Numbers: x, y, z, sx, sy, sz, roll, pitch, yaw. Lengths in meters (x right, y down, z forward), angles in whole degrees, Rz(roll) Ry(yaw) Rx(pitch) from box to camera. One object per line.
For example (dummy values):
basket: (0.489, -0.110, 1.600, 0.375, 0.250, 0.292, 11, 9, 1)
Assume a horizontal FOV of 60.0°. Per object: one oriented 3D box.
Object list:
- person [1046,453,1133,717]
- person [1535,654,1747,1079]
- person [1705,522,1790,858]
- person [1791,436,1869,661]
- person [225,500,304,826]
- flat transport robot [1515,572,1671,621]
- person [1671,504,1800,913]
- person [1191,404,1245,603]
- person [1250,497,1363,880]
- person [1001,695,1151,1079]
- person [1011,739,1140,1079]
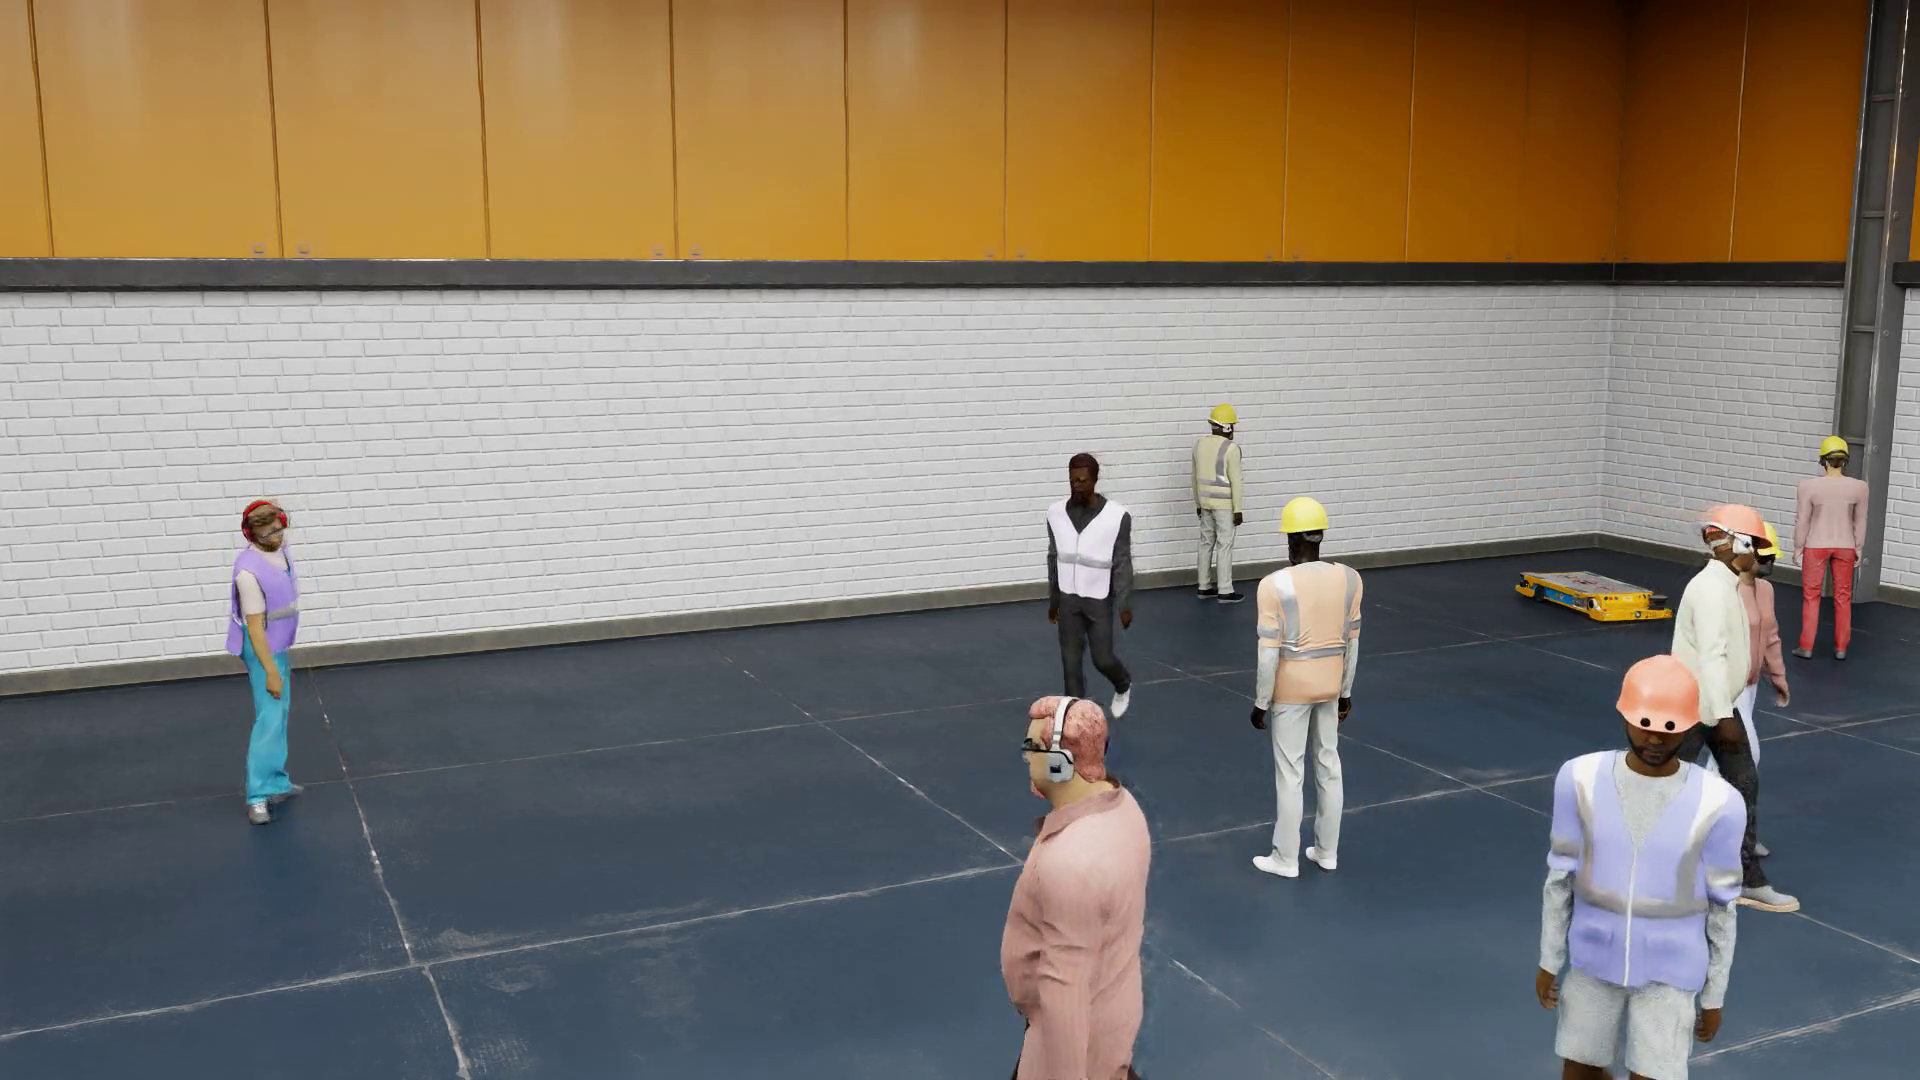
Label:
person: (0.881, 0.356, 10.828, 0.602, 1.898, 0.685, 5, 11, 29)
person: (2.075, 1.265, 5.087, 0.561, 1.920, 0.734, 6, 11, 32)
person: (4.147, 0.772, 8.660, 0.541, 1.747, 0.582, -7, 12, -38)
person: (6.780, 0.069, 12.993, 0.524, 1.768, 0.312, 2, 9, 11)
person: (-3.879, 0.646, 9.315, 0.393, 1.806, 0.695, -1, 9, -7)
flat transport robot: (5.691, 0.489, 15.010, 0.652, 0.197, 1.431, -2, 9, -12)
person: (3.552, 0.782, 8.075, 1.008, 1.930, 0.641, 7, 12, 39)
person: (2.398, -0.339, 15.315, 0.404, 1.830, 0.602, -6, 11, -34)
person: (1.718, 0.741, 8.326, 0.587, 1.926, 0.366, -4, 10, -23)
person: (0.415, 1.360, 4.658, 0.754, 1.880, 0.646, 3, 10, 17)
person: (0.347, 1.343, 5.447, 0.861, 1.647, 0.544, 3, 10, 18)
